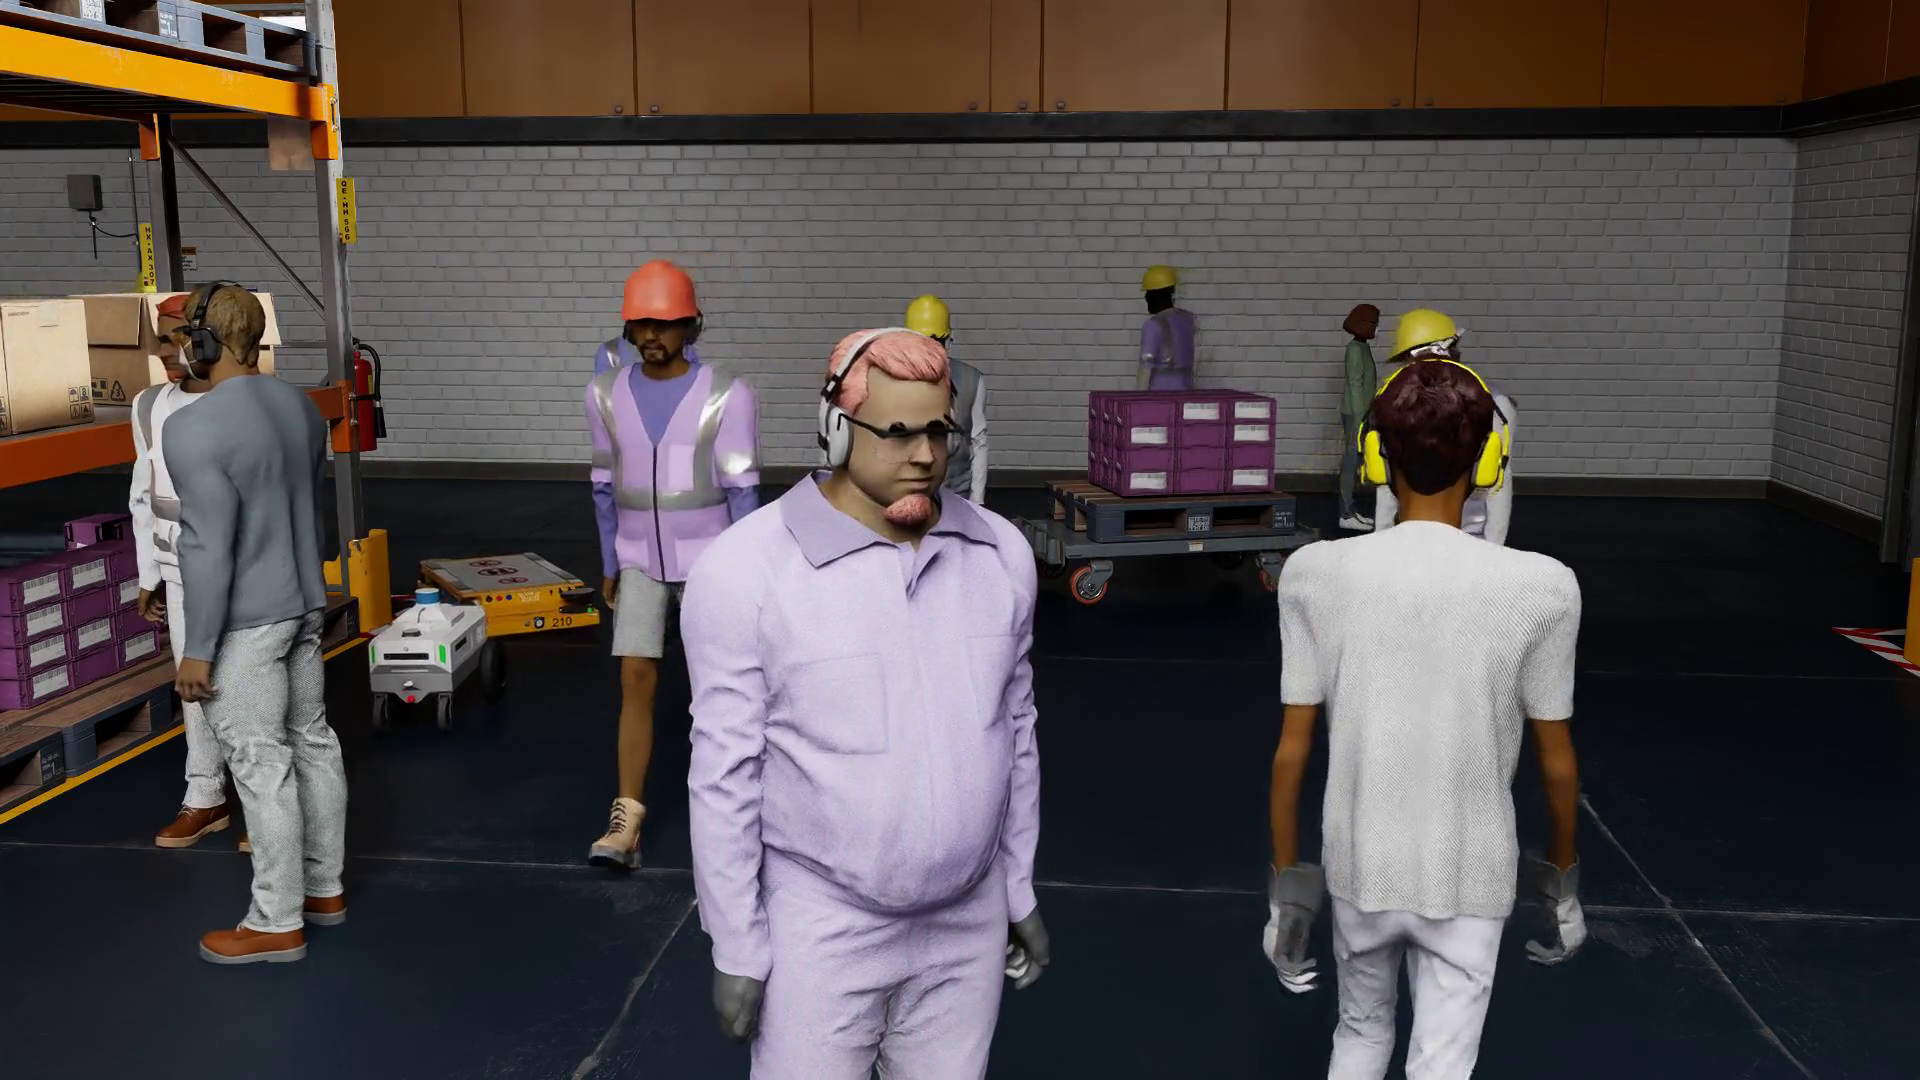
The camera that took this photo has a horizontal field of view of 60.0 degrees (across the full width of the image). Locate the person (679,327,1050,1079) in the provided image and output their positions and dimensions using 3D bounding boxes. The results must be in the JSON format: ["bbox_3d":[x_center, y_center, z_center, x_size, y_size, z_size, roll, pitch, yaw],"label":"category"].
[{"bbox_3d":[-0.118,0.609,2.721,0.640,1.905,0.410,-6,12,-31],"label":"person"}]

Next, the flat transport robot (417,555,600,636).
[{"bbox_3d":[-2.542,0.281,9.264,0.652,0.197,1.431,-6,11,-29],"label":"flat transport robot"}]

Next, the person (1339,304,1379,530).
[{"bbox_3d":[2.906,-0.897,12.116,0.289,1.633,0.498,3,10,16],"label":"person"}]

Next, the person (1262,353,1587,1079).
[{"bbox_3d":[0.828,0.603,2.936,0.510,1.846,0.657,5,11,28],"label":"person"}]

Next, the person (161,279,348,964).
[{"bbox_3d":[-2.007,0.239,4.734,0.376,1.940,0.629,2,10,9],"label":"person"}]

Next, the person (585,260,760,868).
[{"bbox_3d":[-0.965,0.069,5.588,0.629,1.980,1.062,2,10,9],"label":"person"}]

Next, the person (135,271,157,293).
[{"bbox_3d":[-5.232,-0.821,10.906,0.600,1.943,0.402,9,14,43],"label":"person"}]

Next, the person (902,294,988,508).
[{"bbox_3d":[-0.160,-0.211,7.647,0.588,1.823,0.403,-1,10,-5],"label":"person"}]

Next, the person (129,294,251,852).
[{"bbox_3d":[-2.494,0.117,5.588,0.583,1.882,0.337,2,10,9],"label":"person"}]

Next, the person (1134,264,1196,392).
[{"bbox_3d":[1.447,-1.012,11.946,0.402,1.913,0.622,8,12,37],"label":"person"}]

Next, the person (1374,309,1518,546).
[{"bbox_3d":[1.911,-0.029,6.717,0.546,1.792,0.603,-7,12,-37],"label":"person"}]

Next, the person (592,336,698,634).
[{"bbox_3d":[-1.664,-0.454,8.876,0.570,1.873,0.939,-1,10,-7],"label":"person"}]

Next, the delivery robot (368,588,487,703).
[{"bbox_3d":[-2.293,0.452,7.197,0.477,0.478,0.707,0,10,-2],"label":"delivery robot"}]
